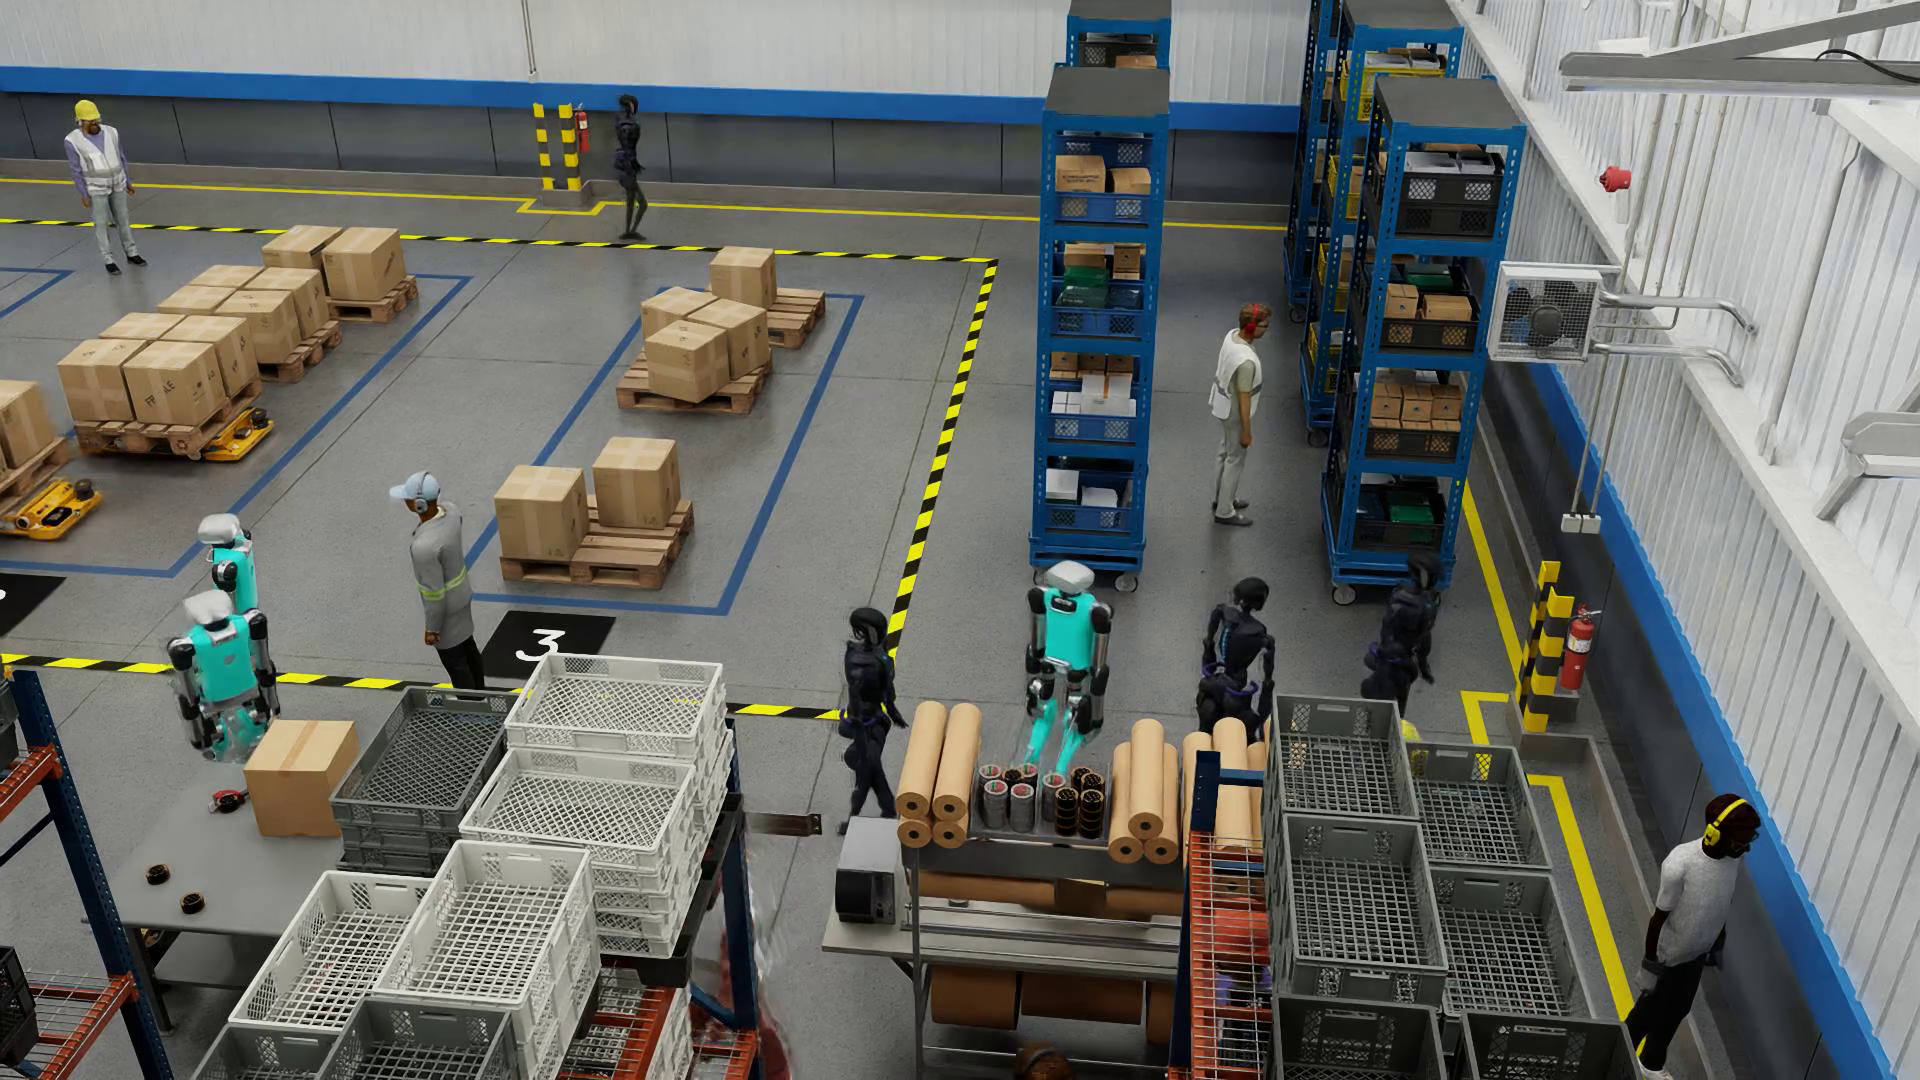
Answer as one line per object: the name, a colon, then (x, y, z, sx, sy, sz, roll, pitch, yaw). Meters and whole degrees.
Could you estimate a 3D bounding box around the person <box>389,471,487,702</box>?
person: (-3.245, 0.393, 10.424, 0.370, 1.852, 0.588, 0, 30, 0)

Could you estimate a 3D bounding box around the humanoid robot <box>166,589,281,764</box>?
humanoid robot: (-4.225, 0.983, 9.530, 0.787, 1.774, 0.530, 27, 39, 38)

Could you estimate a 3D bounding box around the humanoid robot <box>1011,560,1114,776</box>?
humanoid robot: (0.446, 1.089, 9.432, 0.572, 1.855, 0.873, 21, 36, 31)

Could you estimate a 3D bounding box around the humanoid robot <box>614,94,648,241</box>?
humanoid robot: (-3.647, -4.092, 18.305, 0.399, 1.647, 0.609, -2, 30, -3)

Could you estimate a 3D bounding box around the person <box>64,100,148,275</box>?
person: (-8.998, -3.729, 17.523, 0.405, 1.833, 0.589, 20, 36, 31)

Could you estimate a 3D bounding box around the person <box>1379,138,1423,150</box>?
person: (4.643, -3.907, 17.810, 0.682, 1.850, 0.498, 23, 37, 34)

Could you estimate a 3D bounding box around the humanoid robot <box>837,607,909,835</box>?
humanoid robot: (-0.458, 1.080, 9.426, 0.578, 1.646, 0.589, 8, 31, 13)

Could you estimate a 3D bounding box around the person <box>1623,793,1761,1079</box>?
person: (3.385, 1.935, 7.775, 0.511, 1.858, 0.333, -14, 33, -22)

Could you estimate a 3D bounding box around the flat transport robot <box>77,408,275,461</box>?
flat transport robot: (-6.728, -0.944, 14.268, 1.431, 0.197, 0.652, 3, 30, 6)

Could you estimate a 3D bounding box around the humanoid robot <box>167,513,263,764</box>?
humanoid robot: (-4.512, 0.628, 10.005, 0.735, 1.674, 0.533, -5, 31, -9)

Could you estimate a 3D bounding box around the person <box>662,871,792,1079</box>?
person: (-1.168, 2.056, 7.564, 0.587, 1.859, 0.962, 22, 37, 33)

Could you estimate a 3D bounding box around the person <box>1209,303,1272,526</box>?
person: (2.126, -0.961, 12.774, 0.413, 1.831, 0.569, -2, 30, -3)

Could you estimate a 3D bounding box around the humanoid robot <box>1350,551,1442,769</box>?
humanoid robot: (2.576, 0.776, 9.945, 0.600, 1.648, 0.403, -26, 39, -37)

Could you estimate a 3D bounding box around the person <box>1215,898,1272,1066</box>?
person: (1.131, 2.297, 6.967, 0.394, 2.042, 0.608, -11, 32, -18)

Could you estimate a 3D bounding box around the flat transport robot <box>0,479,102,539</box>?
flat transport robot: (-7.651, -0.288, 13.140, 1.431, 0.197, 0.652, 3, 30, 6)

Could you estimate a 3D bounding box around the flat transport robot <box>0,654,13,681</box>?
flat transport robot: (-7.142, 0.969, 11.010, 1.431, 0.231, 0.659, 3, 30, 6)

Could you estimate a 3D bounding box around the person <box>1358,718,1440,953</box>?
person: (2.210, 1.641, 8.406, 0.512, 1.713, 0.698, -9, 31, -14)

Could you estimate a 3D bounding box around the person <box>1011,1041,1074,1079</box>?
person: (0.380, 2.645, 6.588, 0.691, 1.824, 0.611, 1, 30, 1)

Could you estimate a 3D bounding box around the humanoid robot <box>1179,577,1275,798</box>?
humanoid robot: (1.563, 0.929, 9.736, 0.780, 1.640, 0.594, -20, 36, -31)
